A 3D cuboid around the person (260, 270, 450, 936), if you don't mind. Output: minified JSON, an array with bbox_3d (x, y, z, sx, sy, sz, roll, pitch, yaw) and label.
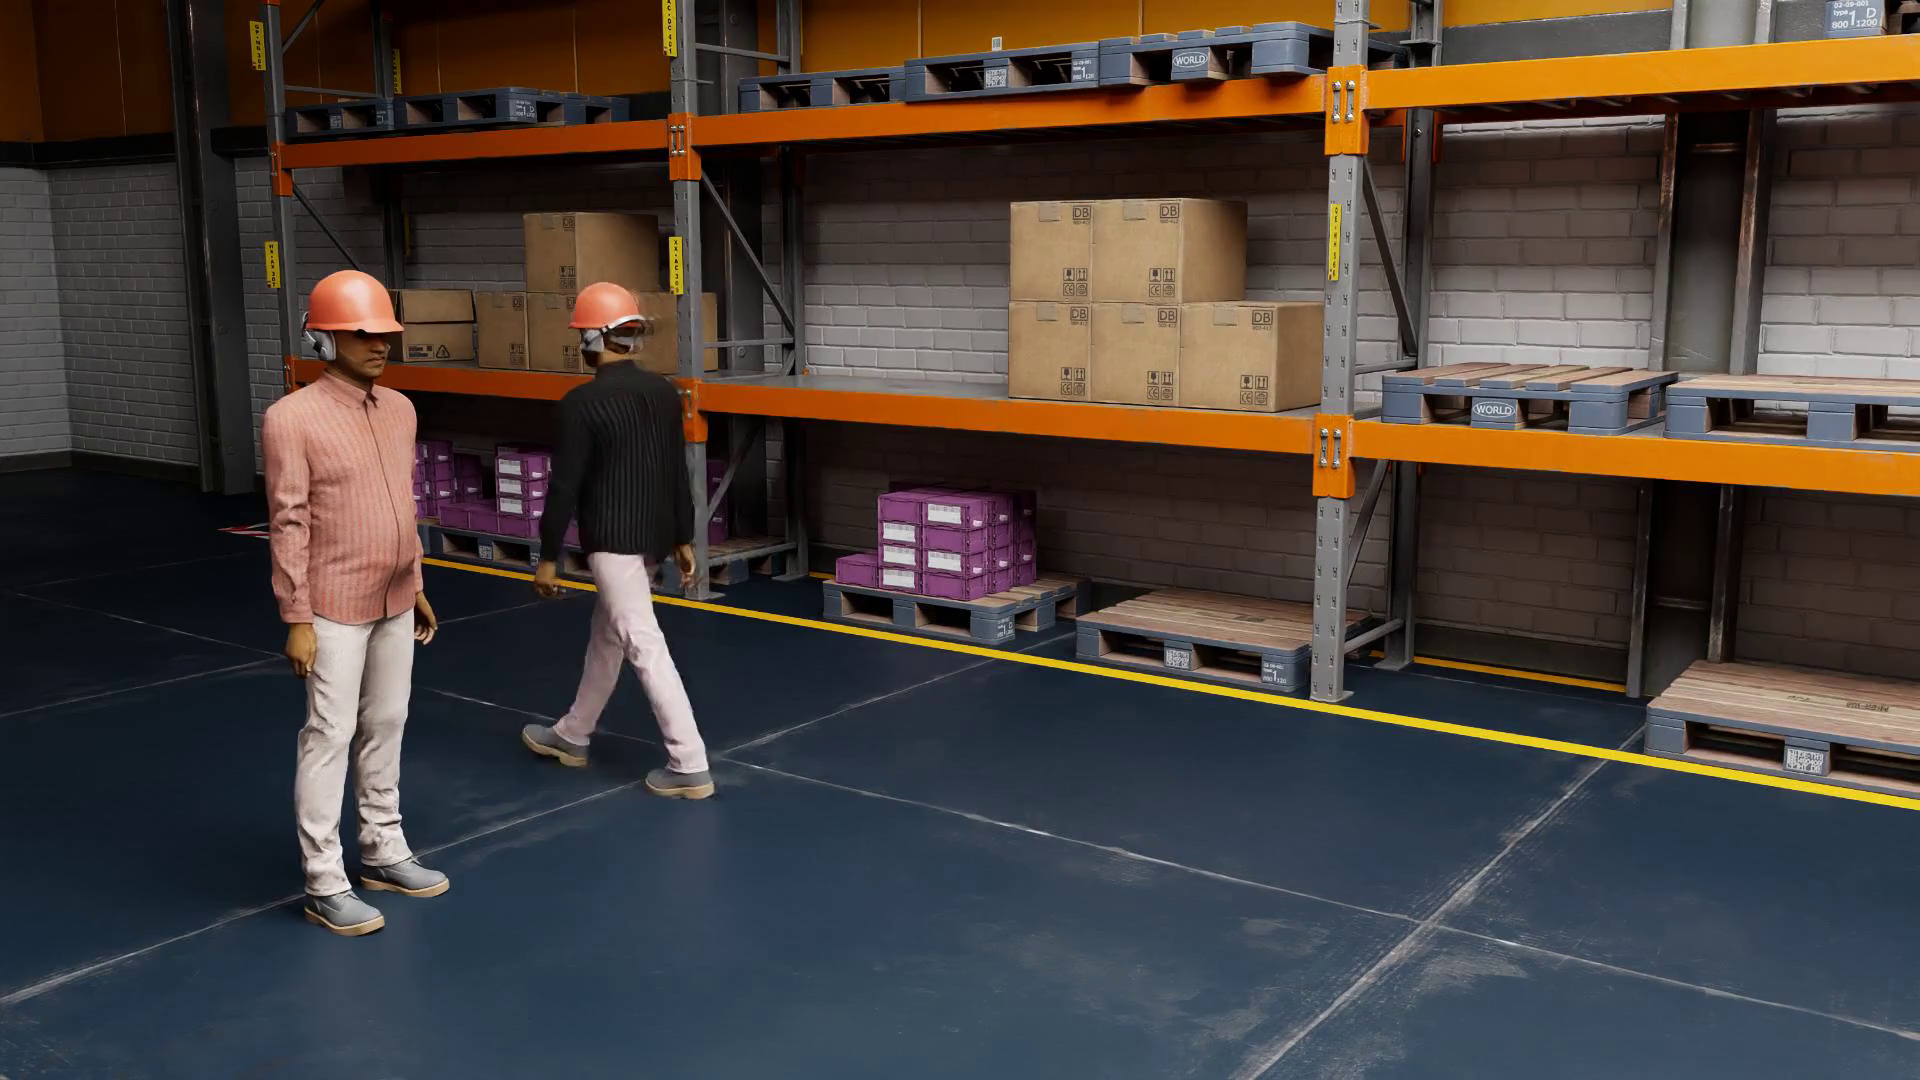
[{"bbox_3d":[-1.827,0.183,5.087,0.396,1.992,0.623,4,10,20],"label":"person"}]

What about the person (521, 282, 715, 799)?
[{"bbox_3d":[-1.330,-0.002,6.350,1.017,1.939,0.641,5,11,27],"label":"person"}]
